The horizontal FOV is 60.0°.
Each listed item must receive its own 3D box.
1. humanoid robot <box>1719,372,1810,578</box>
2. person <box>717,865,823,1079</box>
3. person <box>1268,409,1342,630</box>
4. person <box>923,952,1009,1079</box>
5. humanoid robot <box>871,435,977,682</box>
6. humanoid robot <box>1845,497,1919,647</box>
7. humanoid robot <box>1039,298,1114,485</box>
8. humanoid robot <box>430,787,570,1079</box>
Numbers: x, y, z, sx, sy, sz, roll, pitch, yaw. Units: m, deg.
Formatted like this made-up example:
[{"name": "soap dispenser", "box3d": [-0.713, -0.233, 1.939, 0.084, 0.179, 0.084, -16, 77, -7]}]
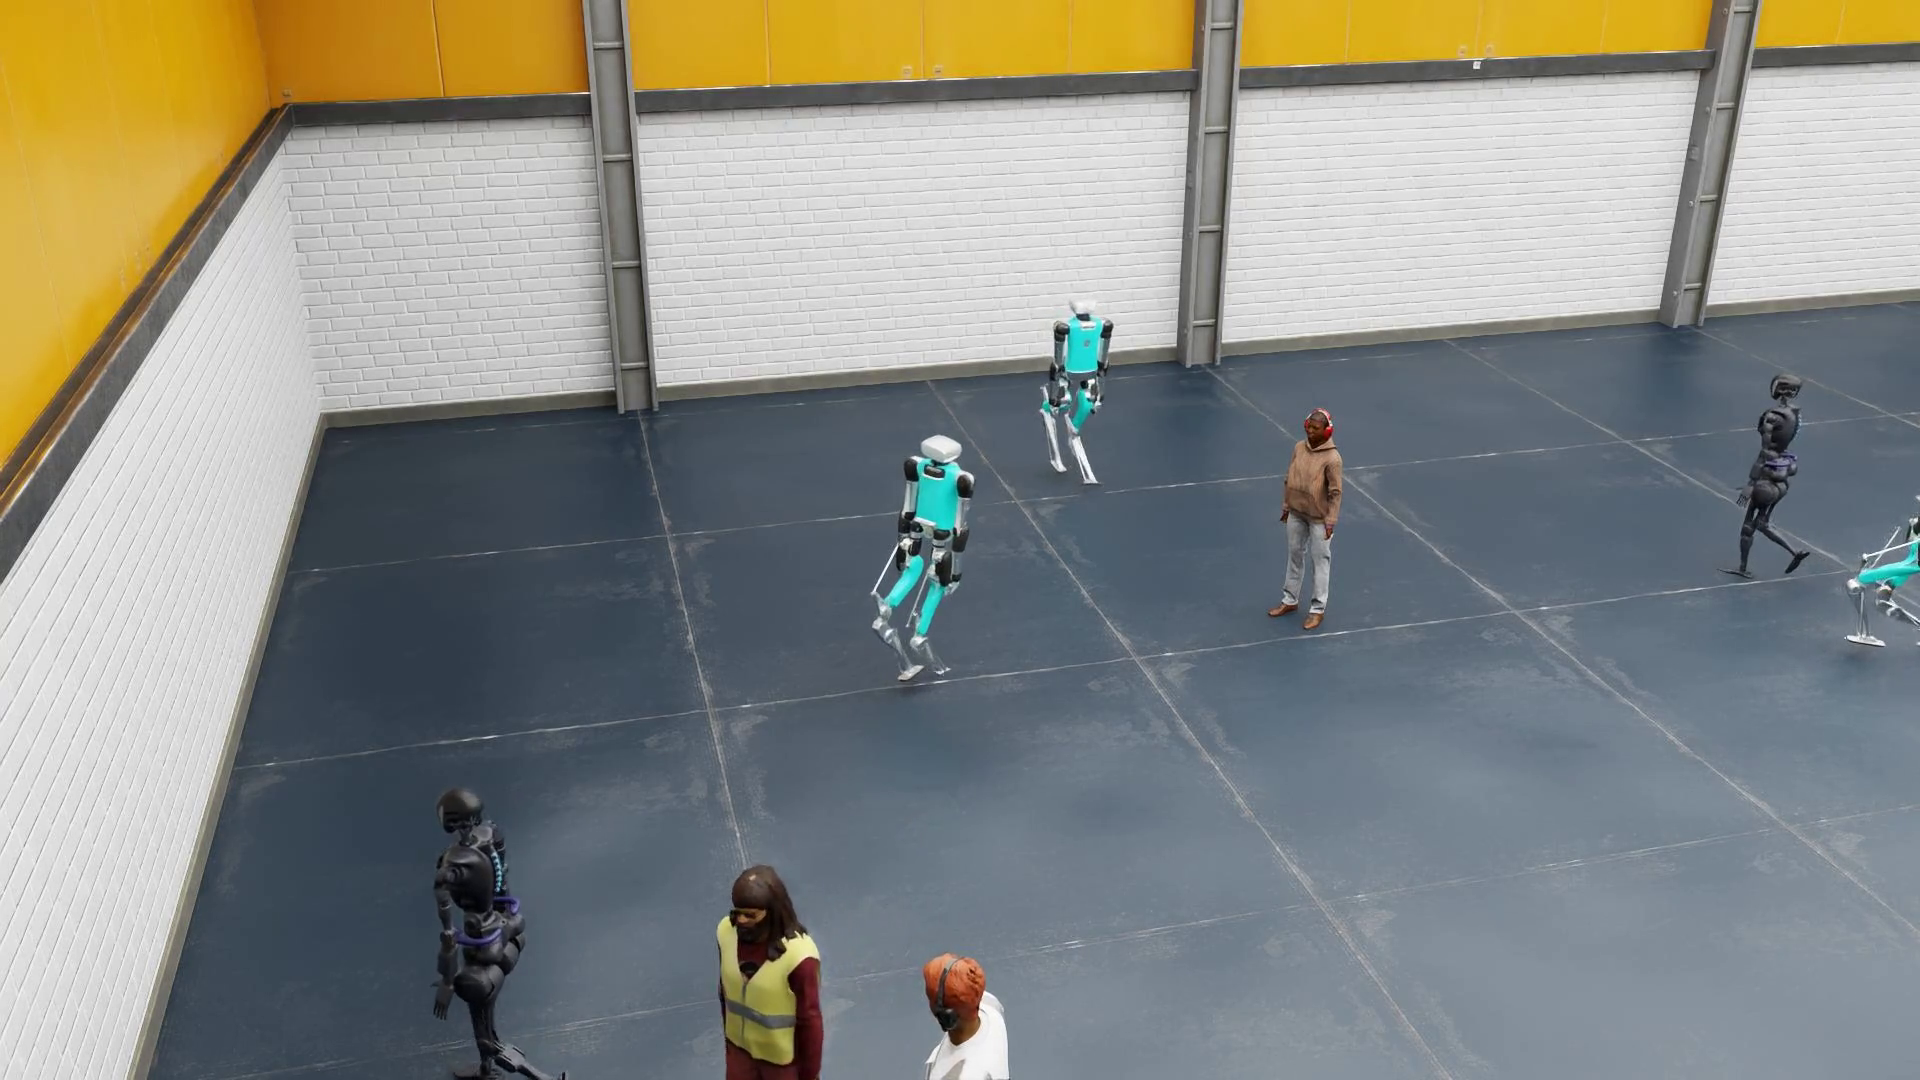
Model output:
[{"name": "humanoid robot", "box3d": [6.238, -0.453, 12.657, 0.576, 1.640, 0.588, 21, 31, 39]}, {"name": "person", "box3d": [-0.750, 2.064, 6.840, 0.475, 1.748, 0.684, 12, 27, 26]}, {"name": "person", "box3d": [2.539, -0.168, 12.021, 0.333, 1.651, 0.461, -21, 31, -39]}, {"name": "person", "box3d": [0.014, 2.306, 6.119, 0.359, 1.885, 0.572, 3, 24, 8]}, {"name": "humanoid robot", "box3d": [-0.288, 0.244, 11.019, 0.570, 1.802, 0.828, 15, 28, 30]}, {"name": "humanoid robot", "box3d": [6.539, 0.028, 11.469, 0.988, 1.733, 0.546, 6, 24, 13]}, {"name": "humanoid robot", "box3d": [0.966, -1.306, 14.487, 0.546, 1.733, 0.974, -8, 25, -18]}, {"name": "humanoid robot", "box3d": [-2.092, 1.841, 7.474, 0.682, 1.638, 0.589, 5, 24, 12]}]
